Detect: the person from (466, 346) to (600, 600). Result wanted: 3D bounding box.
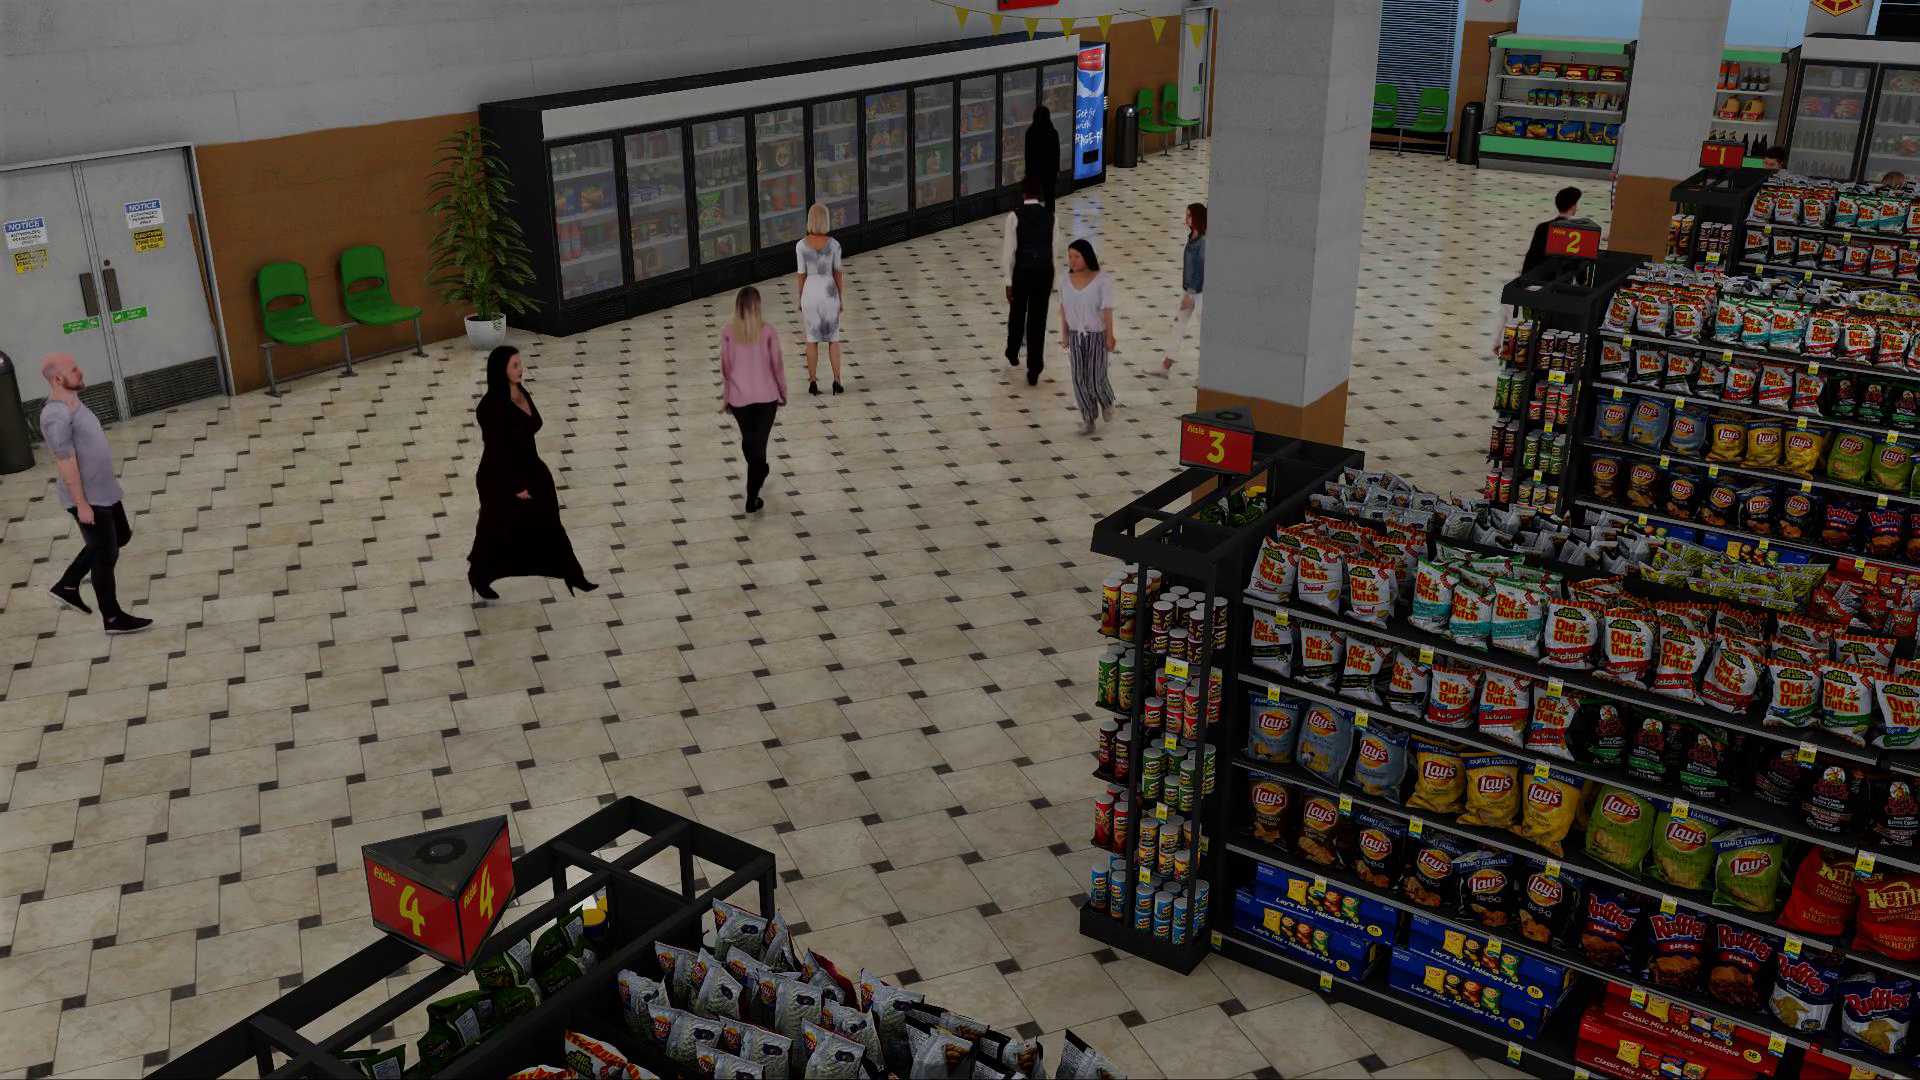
[{"bbox_3d":[-2.958,-0.369,10.646,1.224,1.706,0.940,5,23,13],"label":"person"}]

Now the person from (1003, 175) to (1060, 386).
[{"bbox_3d":[0.685,-2.378,15.408,1.171,1.883,1.181,-2,22,-4],"label":"person"}]

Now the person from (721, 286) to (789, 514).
[{"bbox_3d":[-1.551,-1.008,12.321,1.131,1.644,1.019,3,22,7],"label":"person"}]

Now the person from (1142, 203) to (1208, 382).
[{"bbox_3d":[2.291,-2.256,15.401,1.049,1.663,1.036,-7,23,-17],"label":"person"}]

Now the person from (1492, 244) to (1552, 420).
[{"bbox_3d":[4.691,-1.626,13.919,0.974,1.598,0.757,17,27,36],"label":"person"}]

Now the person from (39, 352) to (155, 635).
[{"bbox_3d":[-5.453,-0.264,10.233,0.974,1.821,0.927,-7,23,-16],"label":"person"}]

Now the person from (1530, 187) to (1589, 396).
[{"bbox_3d":[5.302,-2.200,15.010,1.015,1.851,1.248,-16,27,-35],"label":"person"}]

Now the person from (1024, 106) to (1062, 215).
[{"bbox_3d":[1.094,-4.953,22.183,0.666,1.612,0.784,7,23,16],"label":"person"}]

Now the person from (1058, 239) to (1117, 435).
[{"bbox_3d":[1.125,-1.740,14.125,0.683,1.657,0.783,11,24,25],"label":"person"}]

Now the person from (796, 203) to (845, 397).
[{"bbox_3d":[-1.263,-2.178,15.091,0.618,1.750,0.705,0,22,-1],"label":"person"}]
